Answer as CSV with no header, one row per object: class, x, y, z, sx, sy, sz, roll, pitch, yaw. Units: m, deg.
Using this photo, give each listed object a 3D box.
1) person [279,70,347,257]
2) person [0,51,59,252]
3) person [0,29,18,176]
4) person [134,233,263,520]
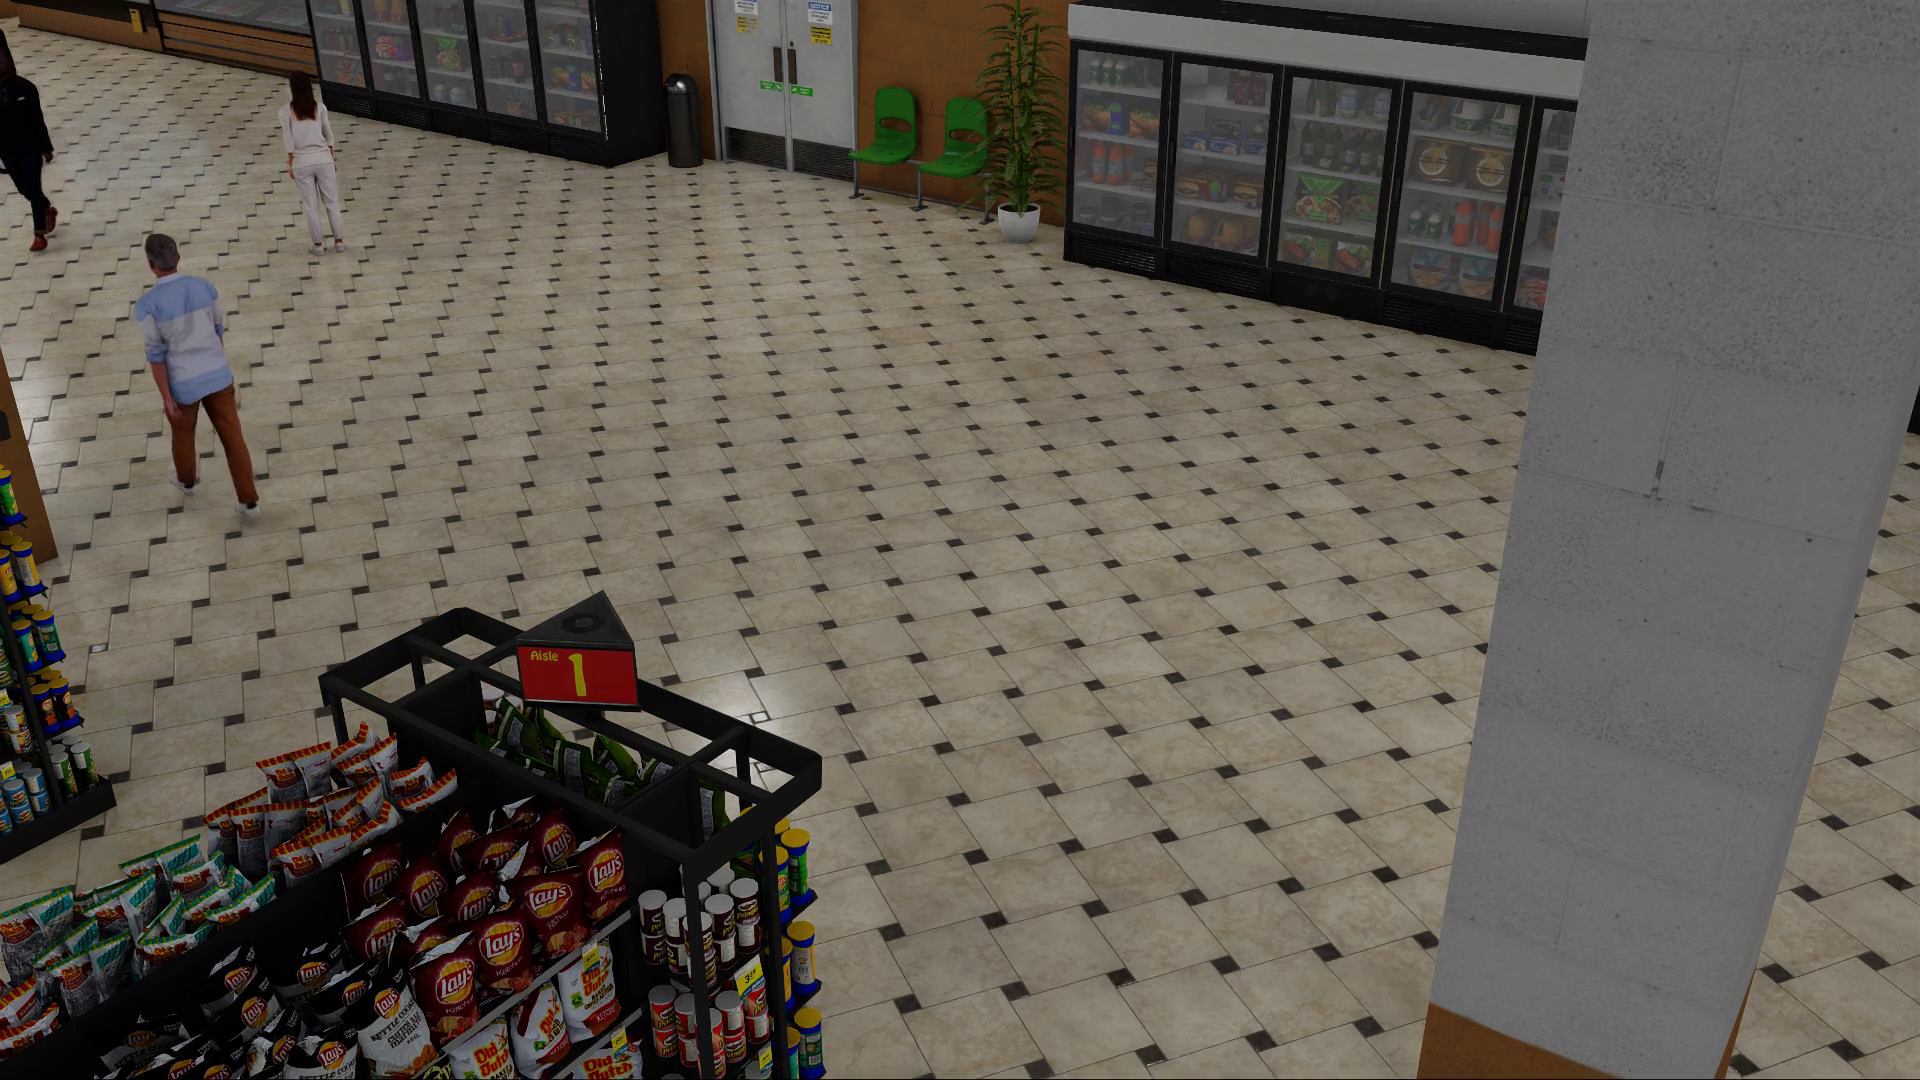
person,-5.953,-3.467,15.296,0.594,1.686,0.729,-17,32,-30
person,-8.756,-3.662,15.570,1.185,1.786,1.279,-2,27,-5
person,-10.420,-4.888,17.923,0.651,1.844,0.795,-15,30,-26
person,-4.648,-0.953,10.235,1.155,1.779,0.915,-23,35,-37
